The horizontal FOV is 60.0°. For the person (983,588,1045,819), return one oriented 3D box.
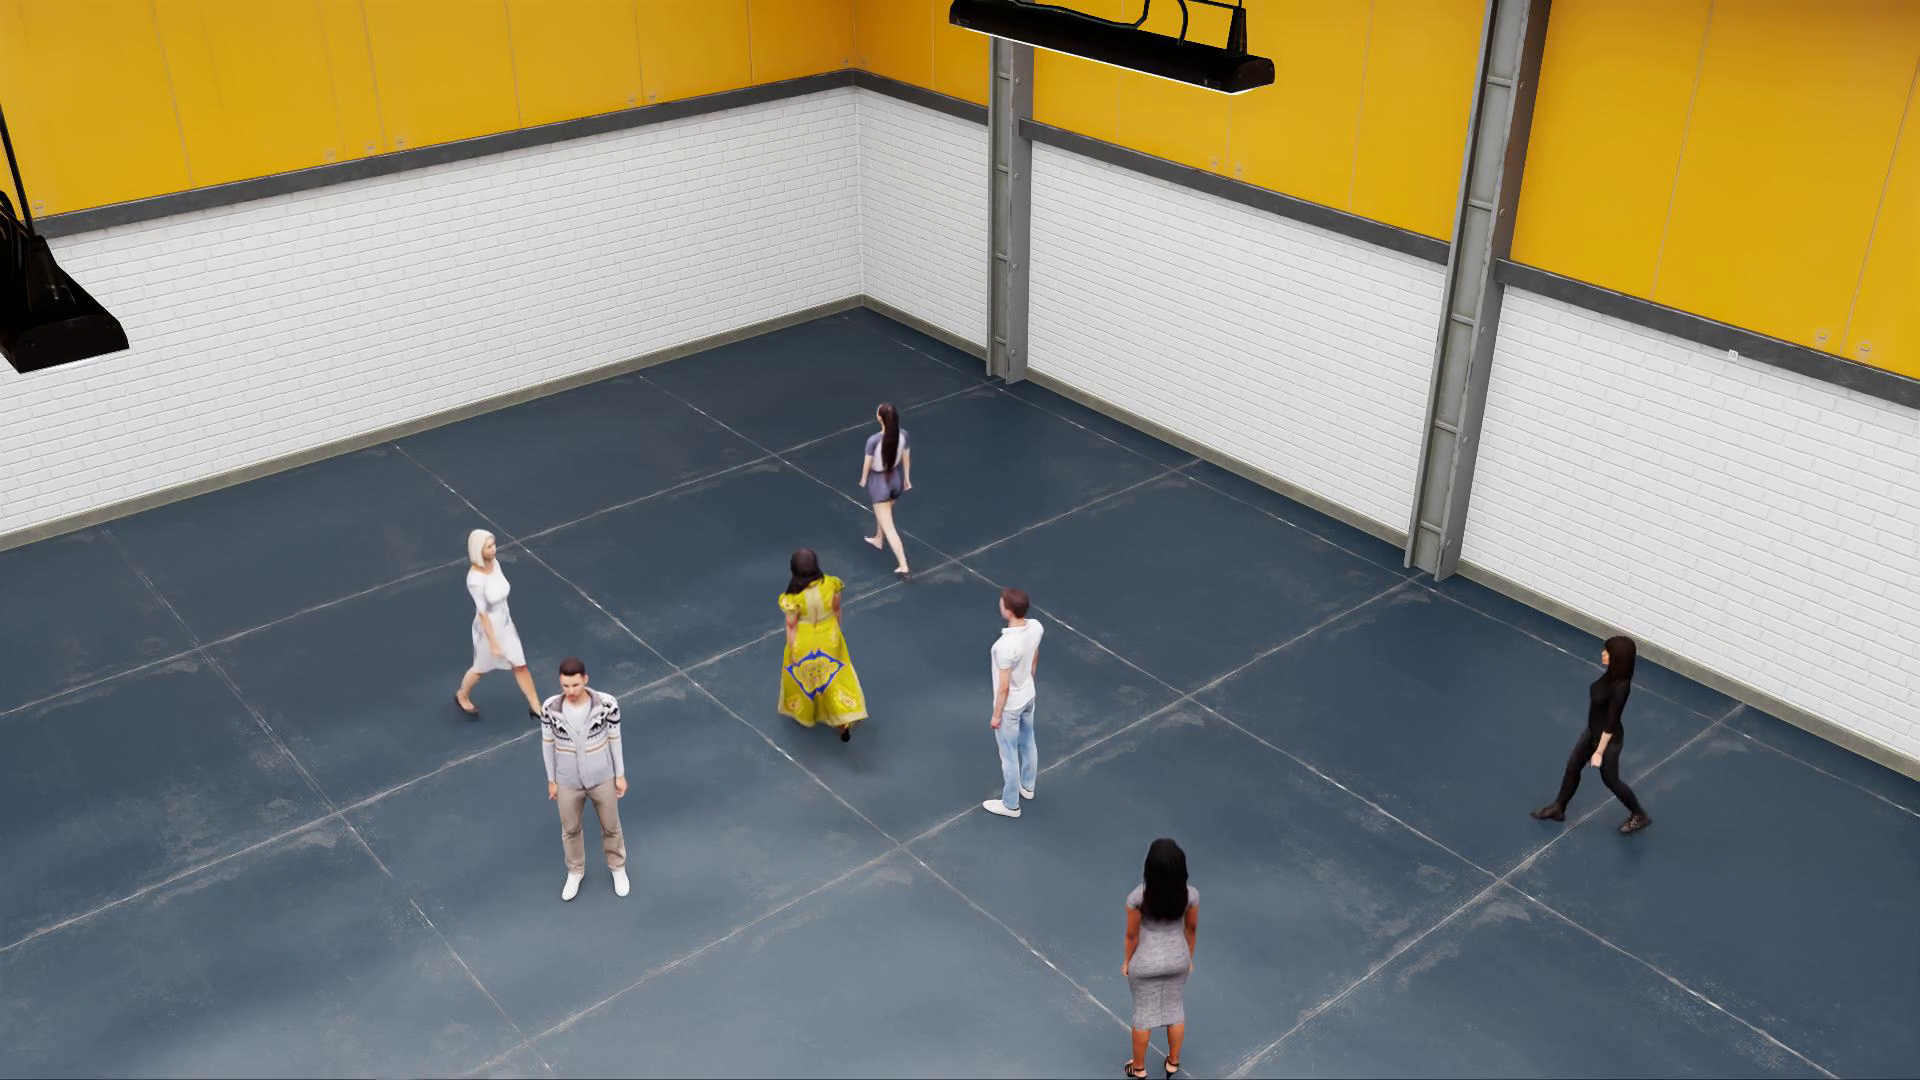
[{"bbox_3d":[0.402,1.158,12.006,0.646,1.854,0.705,17,33,29],"label":"person"}]

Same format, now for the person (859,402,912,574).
[{"bbox_3d":[-0.633,-0.445,15.198,0.606,1.610,1.048,-20,34,-32],"label":"person"}]

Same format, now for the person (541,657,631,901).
[{"bbox_3d":[-2.528,1.576,11.230,0.768,1.862,0.769,-4,29,-7],"label":"person"}]

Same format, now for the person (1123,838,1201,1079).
[{"bbox_3d":[1.161,2.470,9.674,0.665,1.782,0.688,-3,29,-5],"label":"person"}]

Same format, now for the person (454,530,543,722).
[{"bbox_3d":[-3.726,0.713,12.972,1.164,1.709,1.000,6,29,12],"label":"person"}]

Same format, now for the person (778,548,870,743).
[{"bbox_3d":[-1.082,0.836,12.822,0.901,1.636,1.136,-13,31,-22],"label":"person"}]

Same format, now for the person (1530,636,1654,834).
[{"bbox_3d":[4.652,1.417,11.785,1.110,1.610,1.013,4,29,8],"label":"person"}]
